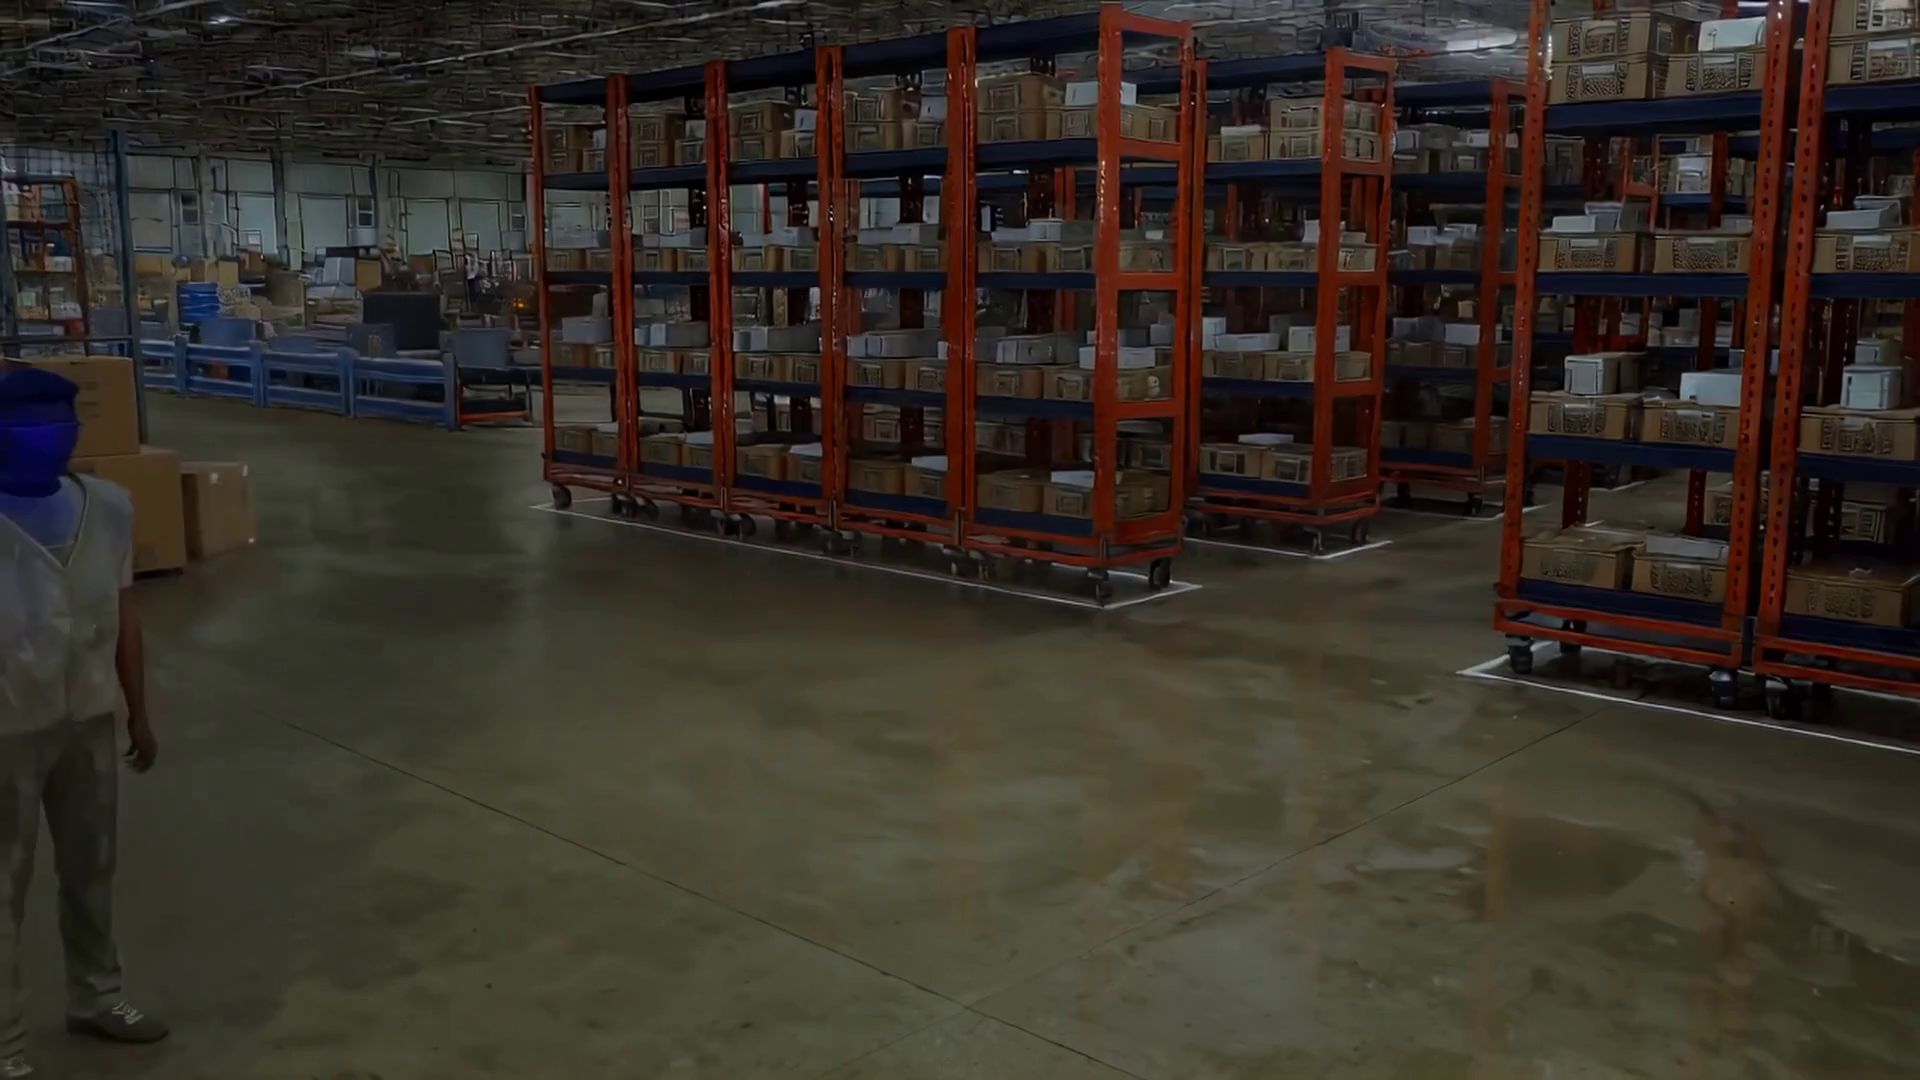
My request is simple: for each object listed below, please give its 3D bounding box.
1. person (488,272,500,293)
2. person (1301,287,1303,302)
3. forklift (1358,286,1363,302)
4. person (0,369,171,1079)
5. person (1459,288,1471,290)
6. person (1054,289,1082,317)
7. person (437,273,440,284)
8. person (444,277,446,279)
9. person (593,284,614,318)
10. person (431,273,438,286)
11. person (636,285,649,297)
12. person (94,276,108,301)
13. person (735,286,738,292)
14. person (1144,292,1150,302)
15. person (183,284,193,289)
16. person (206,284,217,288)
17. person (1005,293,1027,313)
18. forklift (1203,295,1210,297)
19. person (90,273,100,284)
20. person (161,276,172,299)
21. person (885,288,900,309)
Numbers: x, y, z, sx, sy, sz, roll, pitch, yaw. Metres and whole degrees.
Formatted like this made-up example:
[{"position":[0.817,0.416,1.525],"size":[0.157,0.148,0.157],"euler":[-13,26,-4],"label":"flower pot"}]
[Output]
[{"position":[-21.516,-11.418,76.904],"size":[0.637,1.908,0.473],"euler":[-2,10,-14],"label":"person"},{"position":[10.646,-7.067,51.160],"size":[0.499,1.618,0.539],"euler":[-5,11,-29],"label":"person"},{"position":[11.100,-7.017,46.970],"size":[1.873,2.768,1.129],"euler":[9,13,43],"label":"forklift"},{"position":[-2.336,0.478,4.230],"size":[0.401,1.834,0.582],"euler":[4,10,24],"label":"person"},{"position":[20.971,-10.180,69.058],"size":[0.641,1.992,1.013],"euler":[8,13,42],"label":"person"},{"position":[1.473,-2.660,23.423],"size":[1.063,1.841,0.672],"euler":[-7,11,-36],"label":"person"},{"position":[-28.494,-13.698,91.025],"size":[1.027,1.879,0.554],"euler":[4,10,21],"label":"person"},{"position":[-24.698,-11.835,80.130],"size":[0.318,1.697,0.533],"euler":[4,10,21],"label":"person"},{"position":[-8.943,-5.598,41.816],"size":[0.538,1.719,0.898],"euler":[-9,13,-44],"label":"person"},{"position":[-26.976,-12.782,85.514],"size":[0.512,1.835,0.530],"euler":[3,10,19],"label":"person"},{"position":[-11.811,-8.983,62.283],"size":[0.988,1.818,0.518],"euler":[-8,13,-42],"label":"person"},{"position":[-29.408,-8.091,56.799],"size":[0.742,1.824,0.360],"euler":[1,9,7],"label":"person"},{"position":[-9.535,-10.231,69.716],"size":[0.559,1.900,0.976],"euler":[1,9,8],"label":"person"},{"position":[7.018,-9.023,62.881],"size":[0.319,1.695,0.538],"euler":[1,9,5],"label":"person"},{"position":[-22.906,-6.938,49.132],"size":[0.802,2.008,0.616],"euler":[-4,10,-23],"label":"person"},{"position":[-28.744,-9.329,63.984],"size":[0.944,1.963,0.624],"euler":[4,10,21],"label":"person"},{"position":[0.783,-2.822,24.510],"size":[0.598,1.816,0.482],"euler":[6,11,34],"label":"person"},{"position":[9.613,-9.295,60.935],"size":[1.873,2.768,1.129],"euler":[9,13,43],"label":"forklift"},{"position":[-38.798,-11.064,74.779],"size":[0.540,1.898,0.642],"euler":[-6,11,-32],"label":"person"},{"position":[-36.247,-11.179,75.963],"size":[0.306,1.741,0.494],"euler":[7,12,38],"label":"person"},{"position":[-1.804,-5.905,43.845],"size":[0.539,1.676,0.695],"euler":[-9,13,-44],"label":"person"}]
